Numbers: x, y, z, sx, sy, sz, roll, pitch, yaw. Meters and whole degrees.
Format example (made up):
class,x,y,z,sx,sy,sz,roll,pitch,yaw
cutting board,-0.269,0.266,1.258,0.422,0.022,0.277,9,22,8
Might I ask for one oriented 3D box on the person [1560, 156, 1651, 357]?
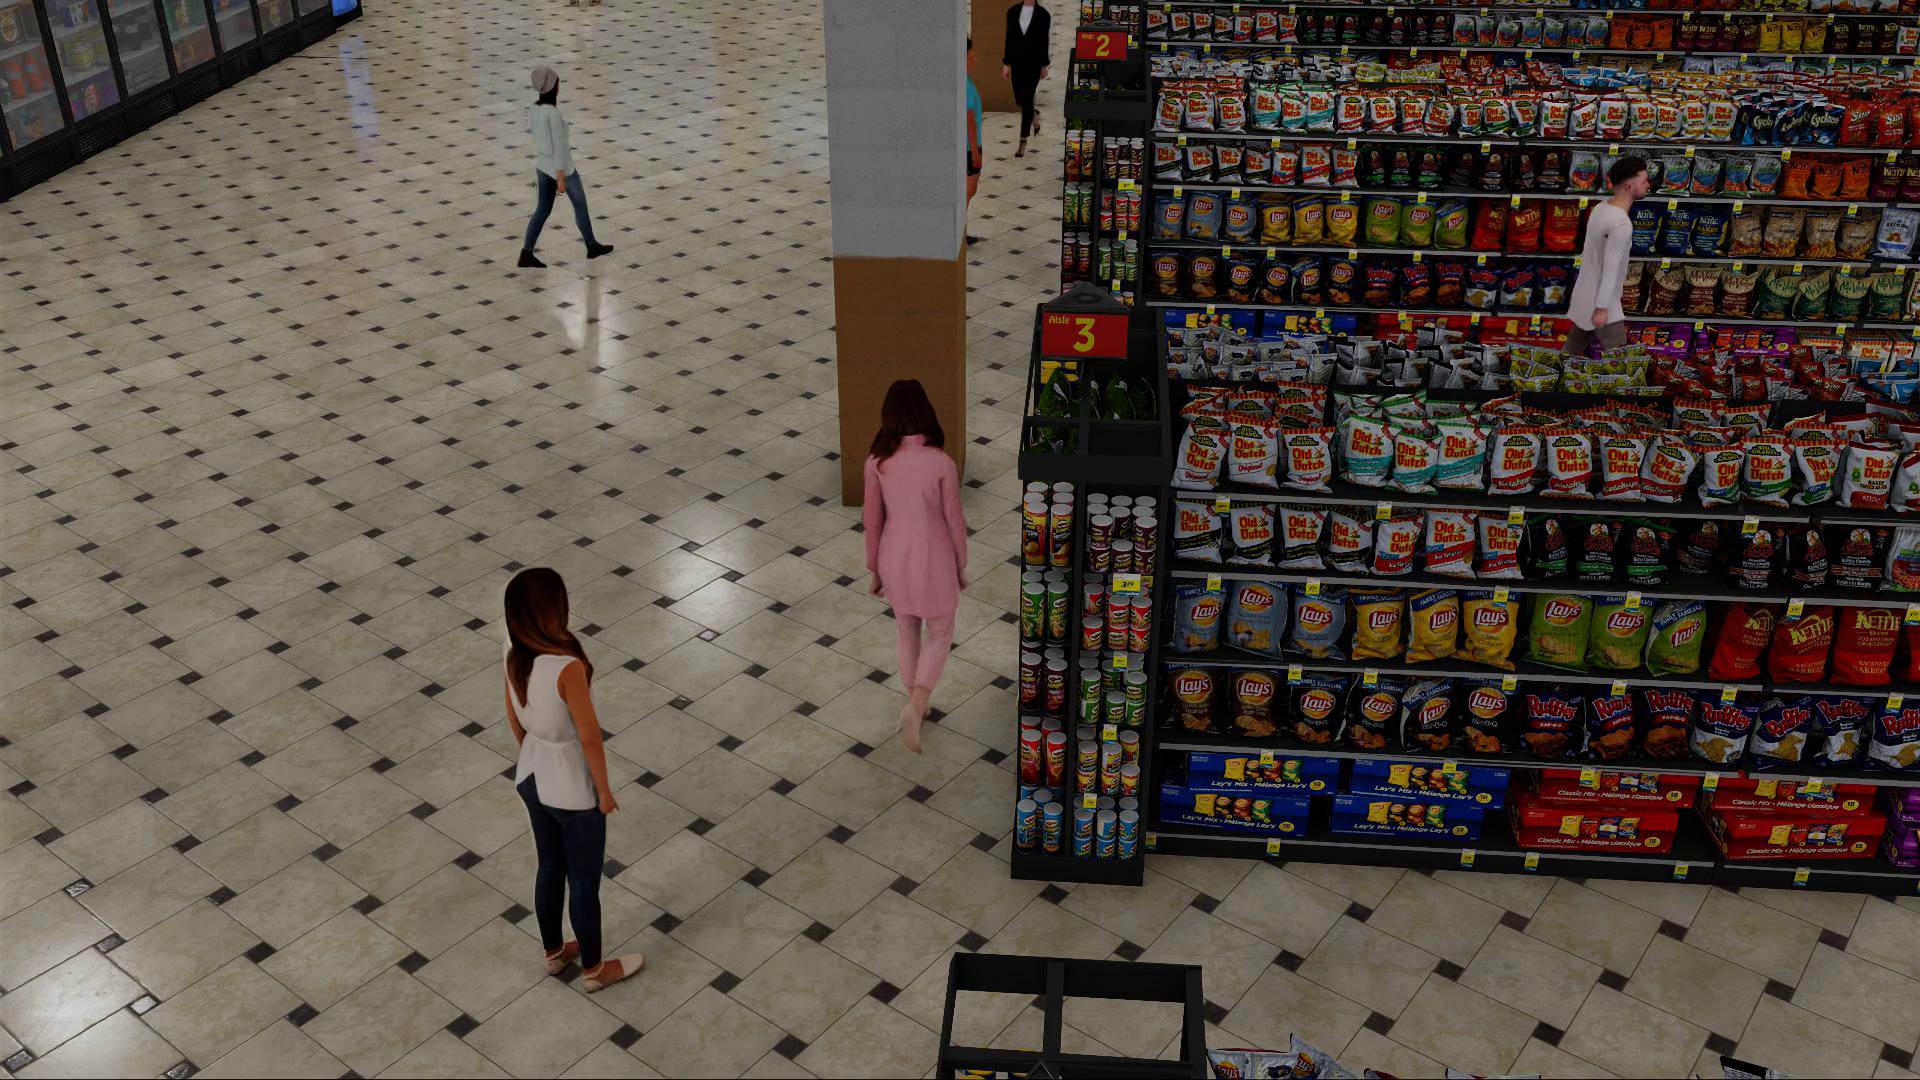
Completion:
class,x,y,z,sx,sy,sz,roll,pitch,yaw
person,3.943,-1.503,10.478,1.062,1.801,0.692,2,29,4

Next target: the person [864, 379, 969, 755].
class,x,y,z,sx,sy,sz,roll,pitch,yaw
person,-0.206,0.180,7.415,0.879,1.782,0.739,5,29,10

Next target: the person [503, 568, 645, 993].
class,x,y,z,sx,sy,sz,roll,pitch,yaw
person,-1.475,0.895,6.103,0.650,1.785,0.751,20,35,33

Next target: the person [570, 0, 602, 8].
class,x,y,z,sx,sy,sz,roll,pitch,yaw
person,-5.286,-8.349,22.915,0.596,1.898,0.771,-4,29,-7

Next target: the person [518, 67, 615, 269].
class,x,y,z,sx,sy,sz,roll,pitch,yaw
person,-3.307,-2.926,13.290,1.098,1.604,1.088,-25,37,-37

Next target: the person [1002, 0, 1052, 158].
class,x,y,z,sx,sy,sz,roll,pitch,yaw
person,0.673,-4.671,16.406,1.041,1.682,0.863,10,30,17
